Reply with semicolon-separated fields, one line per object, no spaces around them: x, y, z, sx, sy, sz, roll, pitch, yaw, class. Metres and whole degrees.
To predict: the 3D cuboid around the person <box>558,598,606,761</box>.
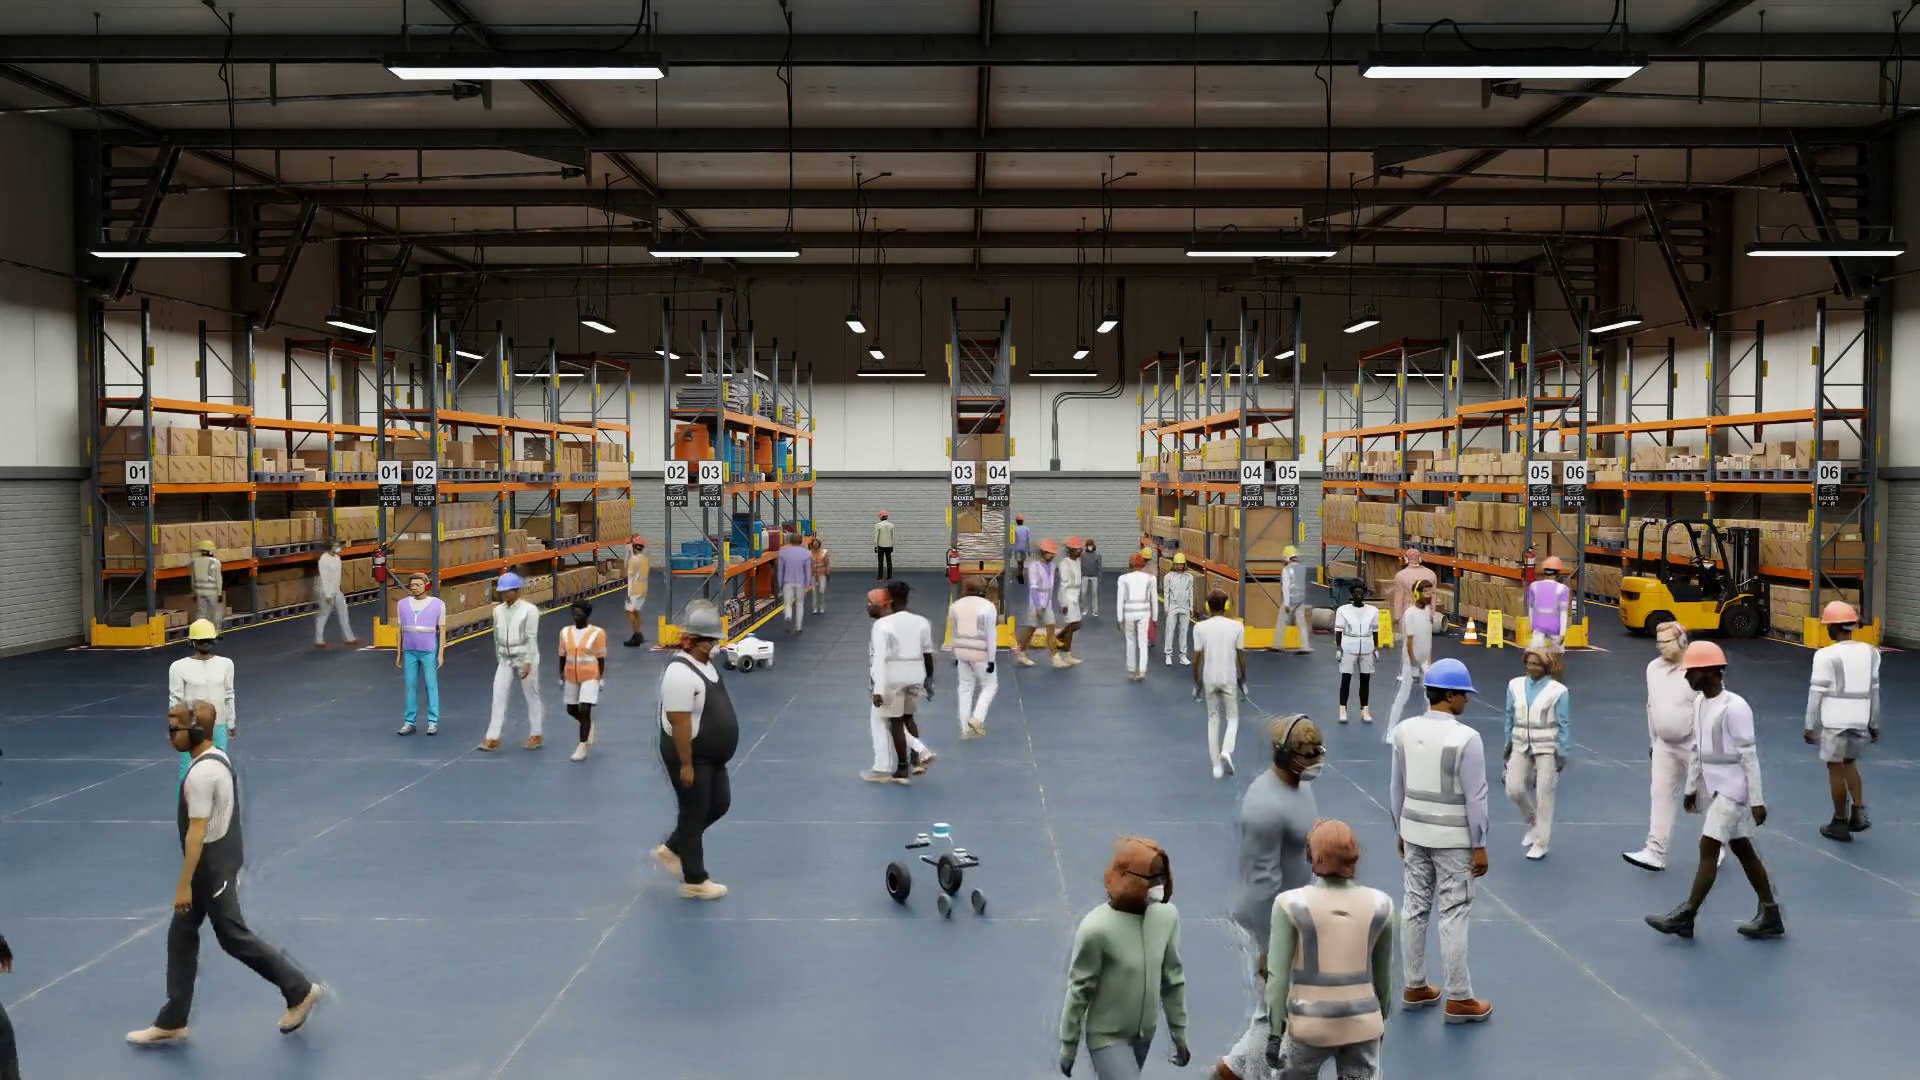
-3.930;1.431;16.921;0.537;1.675;0.662;1;2;14;person

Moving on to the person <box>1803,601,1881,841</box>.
7.125;1.457;13.062;0.580;1.925;0.390;0;2;-10;person

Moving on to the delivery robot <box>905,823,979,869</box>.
-0.131;2.061;11.067;0.335;0.223;0.698;-1;3;-31;delivery robot

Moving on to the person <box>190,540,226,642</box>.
-13.106;0.908;28.252;0.620;1.814;0.610;0;2;9;person

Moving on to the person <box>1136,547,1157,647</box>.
3.185;0.976;27.720;0.448;1.722;0.596;-2;3;-34;person

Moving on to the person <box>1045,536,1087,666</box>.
1.674;0.933;25.146;0.655;2.017;0.651;1;2;23;person

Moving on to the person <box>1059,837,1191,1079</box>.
0.604;1.903;6.221;0.510;1.578;0.913;-2;3;-42;person

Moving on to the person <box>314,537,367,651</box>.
-10.454;0.909;27.163;0.942;1.902;0.659;0;2;5;person

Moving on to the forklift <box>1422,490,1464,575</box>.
13.926;-0.371;47.846;1.873;2.768;1.129;0;2;0;forklift

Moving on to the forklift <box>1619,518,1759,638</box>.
13.417;0.684;29.791;2.313;2.155;1.214;0;2;0;forklift

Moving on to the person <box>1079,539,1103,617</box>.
2.718;0.798;33.624;0.528;1.617;0.397;0;2;6;person

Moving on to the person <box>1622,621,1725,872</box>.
5.377;1.538;12.006;0.991;1.840;0.774;-1;3;-30;person

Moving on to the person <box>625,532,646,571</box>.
-7.674;0.612;38.267;0.504;1.612;0.658;0;2;-3;person

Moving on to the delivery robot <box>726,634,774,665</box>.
-3.172;1.658;24.432;0.707;0.478;0.477;-2;3;-42;delivery robot

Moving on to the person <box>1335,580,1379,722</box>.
4.736;1.327;19.250;0.539;1.695;0.318;0;2;0;person

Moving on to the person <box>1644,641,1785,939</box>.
4.814;1.592;10.318;0.978;1.875;0.571;0;2;3;person

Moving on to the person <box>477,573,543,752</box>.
-4.770;1.307;17.150;0.626;1.904;0.925;1;2;19;person

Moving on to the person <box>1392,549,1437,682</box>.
6.477;1.076;23.058;0.637;1.901;0.403;0;2;-10;person

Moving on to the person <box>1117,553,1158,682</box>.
2.556;1.107;23.201;0.600;1.839;0.970;0;2;3;person

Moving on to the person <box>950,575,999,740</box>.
0.172;1.311;18.034;0.641;1.829;0.435;2;3;34;person

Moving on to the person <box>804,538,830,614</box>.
-3.050;0.768;34.299;0.541;1.615;0.626;0;2;2;person

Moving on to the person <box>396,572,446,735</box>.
-6.145;1.288;18.416;0.564;1.842;0.390;0;2;2;person

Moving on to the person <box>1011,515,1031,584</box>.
1.632;0.247;44.110;0.549;1.884;0.992;-1;2;-18;person

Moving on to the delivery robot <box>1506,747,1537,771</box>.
5.475;2.012;15.527;0.477;0.478;0.707;1;2;27;delivery robot

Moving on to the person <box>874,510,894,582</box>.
-2.122;0.161;45.041;0.614;1.987;0.407;-1;3;-30;person

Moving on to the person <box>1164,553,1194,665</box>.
3.413;1.070;25.141;0.489;1.743;0.322;0;2;-12;person

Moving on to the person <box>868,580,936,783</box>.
-0.568;1.356;15.566;0.614;1.937;0.499;-1;3;-32;person

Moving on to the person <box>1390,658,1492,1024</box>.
2.634;1.620;8.837;0.402;1.942;0.603;-1;3;-33;person

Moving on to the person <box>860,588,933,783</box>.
-0.629;1.391;15.560;0.604;1.863;0.612;1;2;14;person

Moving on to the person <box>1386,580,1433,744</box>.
5.000;1.340;17.402;0.544;1.818;0.971;-2;3;-42;person

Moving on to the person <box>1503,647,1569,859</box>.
4.429;1.629;12.436;0.360;1.624;0.542;-2;3;-42;person

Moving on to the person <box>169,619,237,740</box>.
-6.221;1.530;13.286;0.311;1.768;0.531;2;3;43;person

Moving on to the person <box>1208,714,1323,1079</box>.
1.384;1.704;7.113;0.480;1.910;0.674;1;2;24;person

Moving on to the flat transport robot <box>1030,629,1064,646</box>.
1.551;1.693;28.249;0.652;0.197;1.431;0;2;2;flat transport robot

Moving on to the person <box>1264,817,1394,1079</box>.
1.417;1.884;6.179;0.544;1.618;0.460;0;2;-9;person

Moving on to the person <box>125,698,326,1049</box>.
-3.811;1.710;8.405;0.911;1.815;0.520;-1;2;-21;person

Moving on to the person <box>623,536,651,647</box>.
-5.587;0.884;27.737;0.447;1.907;0.584;1;3;25;person

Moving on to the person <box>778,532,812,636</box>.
-3.032;0.803;29.653;0.641;1.919;0.568;0;2;-1;person

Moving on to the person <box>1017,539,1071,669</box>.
1.239;0.977;24.648;1.030;1.987;0.617;2;3;44;person

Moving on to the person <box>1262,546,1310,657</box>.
5.351;0.997;26.366;0.600;1.793;0.884;-2;3;-38;person

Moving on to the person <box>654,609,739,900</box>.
-1.845;1.494;11.308;0.589;2.000;0.704;0;2;9;person

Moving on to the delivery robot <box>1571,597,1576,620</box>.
12.026;1.369;31.724;0.477;0.478;0.707;0;2;10;delivery robot

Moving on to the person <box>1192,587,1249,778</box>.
2.527;1.389;15.689;0.557;1.855;0.460;0;2;12;person

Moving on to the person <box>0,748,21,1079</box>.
-4.300;1.745;6.743;0.998;1.871;0.598;-1;3;-33;person

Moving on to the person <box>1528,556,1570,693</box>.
7.748;1.158;21.292;0.560;1.891;1.007;2;3;38;person
